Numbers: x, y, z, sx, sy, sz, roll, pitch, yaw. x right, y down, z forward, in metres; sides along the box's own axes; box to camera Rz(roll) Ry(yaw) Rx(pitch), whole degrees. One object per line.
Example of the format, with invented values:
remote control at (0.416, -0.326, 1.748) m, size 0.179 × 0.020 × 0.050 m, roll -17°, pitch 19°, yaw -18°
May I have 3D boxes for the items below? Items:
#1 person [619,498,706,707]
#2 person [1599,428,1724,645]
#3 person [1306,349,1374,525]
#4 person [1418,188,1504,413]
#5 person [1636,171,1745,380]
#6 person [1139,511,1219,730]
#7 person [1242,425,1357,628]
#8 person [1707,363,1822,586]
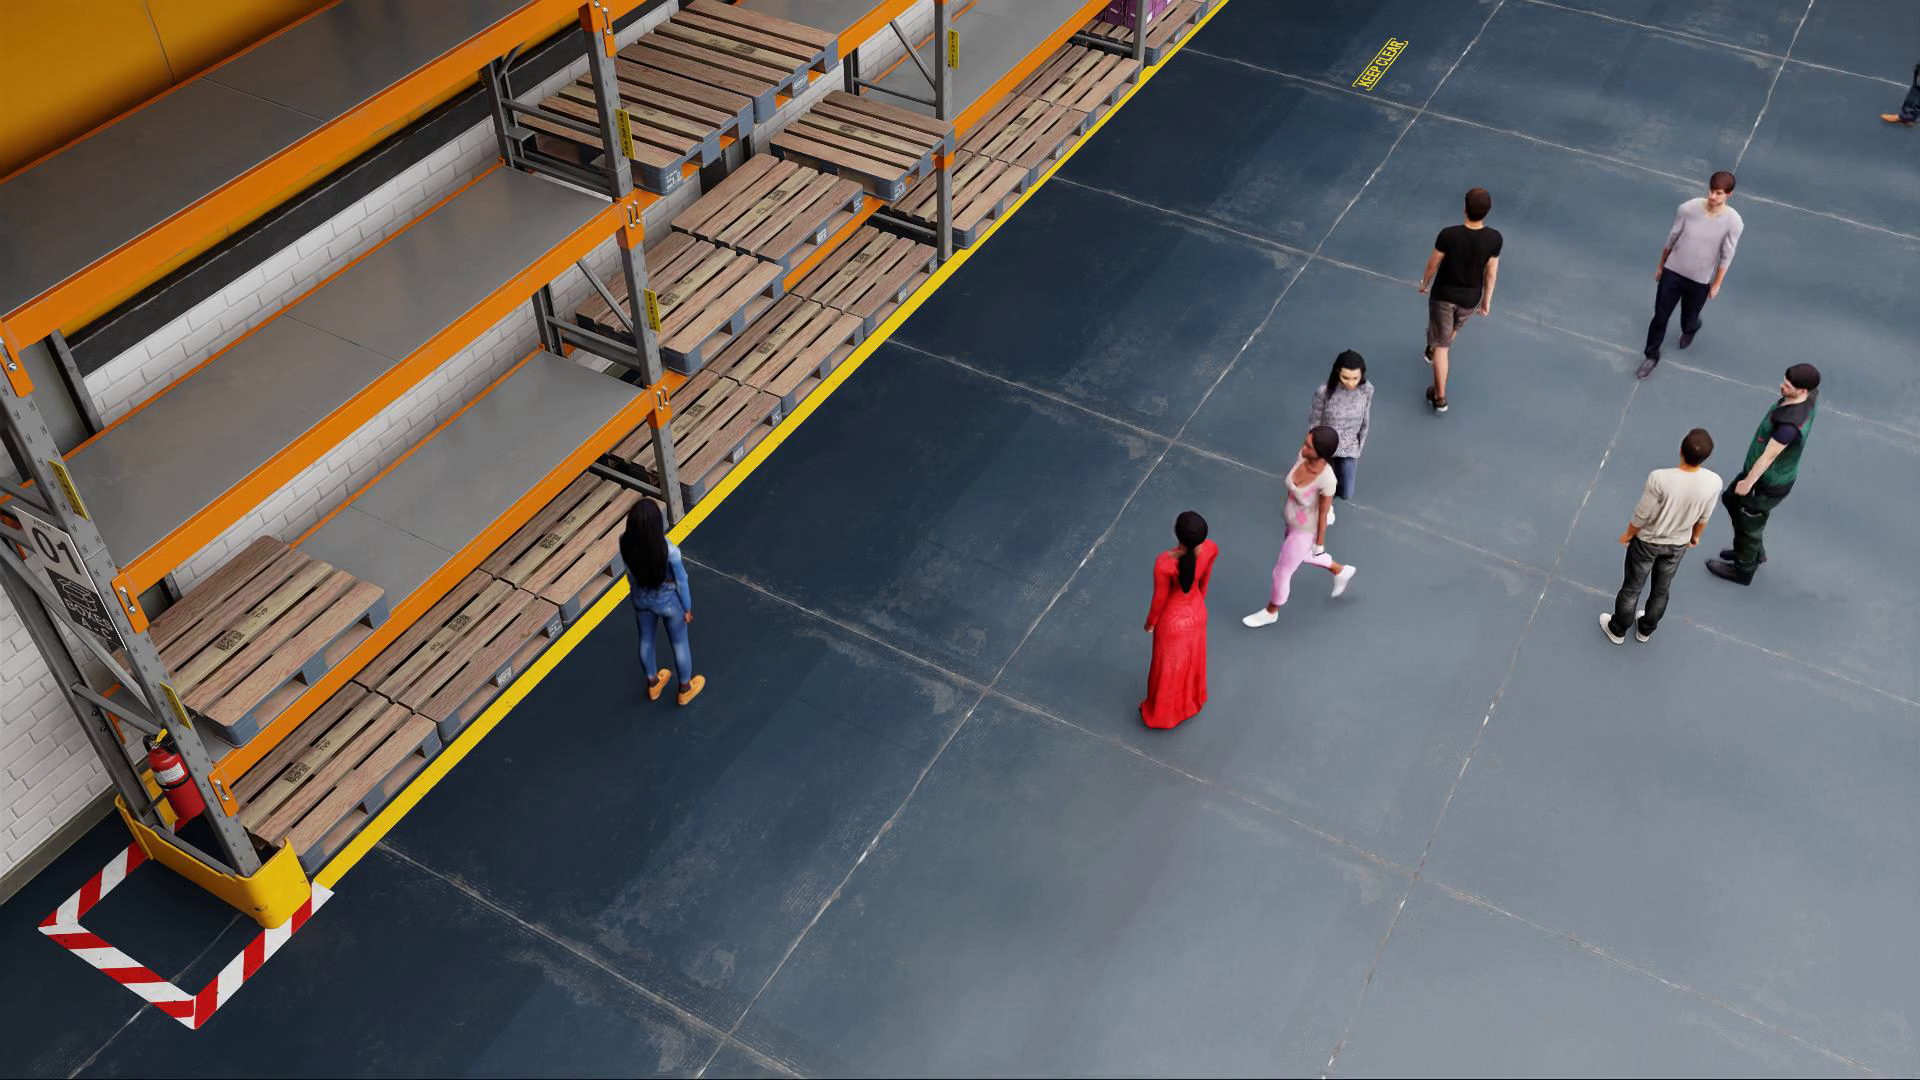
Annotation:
person at (-1.930, 0.404, 10.643) m, size 0.624 × 1.711 × 0.571 m, roll 14°, pitch 45°, yaw 14°
person at (4.651, -0.007, 11.002) m, size 0.729 × 1.812 × 0.716 m, roll 2°, pitch 44°, yaw 2°
person at (2.625, -0.703, 11.803) m, size 0.772 × 1.715 × 0.823 m, roll -4°, pitch 44°, yaw -4°
person at (3.850, -1.829, 12.908) m, size 1.030 × 1.820 × 1.278 m, roll 2°, pitch 44°, yaw 2°
person at (5.826, -2.137, 13.228) m, size 0.752 × 1.825 × 0.979 m, roll 30°, pitch 51°, yaw 27°
person at (1.378, 0.500, 10.490) m, size 0.678 × 1.784 × 0.781 m, roll -24°, pitch 48°, yaw -23°
person at (2.374, -0.093, 11.160) m, size 1.105 × 1.719 × 1.034 m, roll -12°, pitch 45°, yaw -13°
person at (5.626, -0.419, 11.386) m, size 0.771 × 1.878 × 0.584 m, roll 21°, pitch 47°, yaw 21°
